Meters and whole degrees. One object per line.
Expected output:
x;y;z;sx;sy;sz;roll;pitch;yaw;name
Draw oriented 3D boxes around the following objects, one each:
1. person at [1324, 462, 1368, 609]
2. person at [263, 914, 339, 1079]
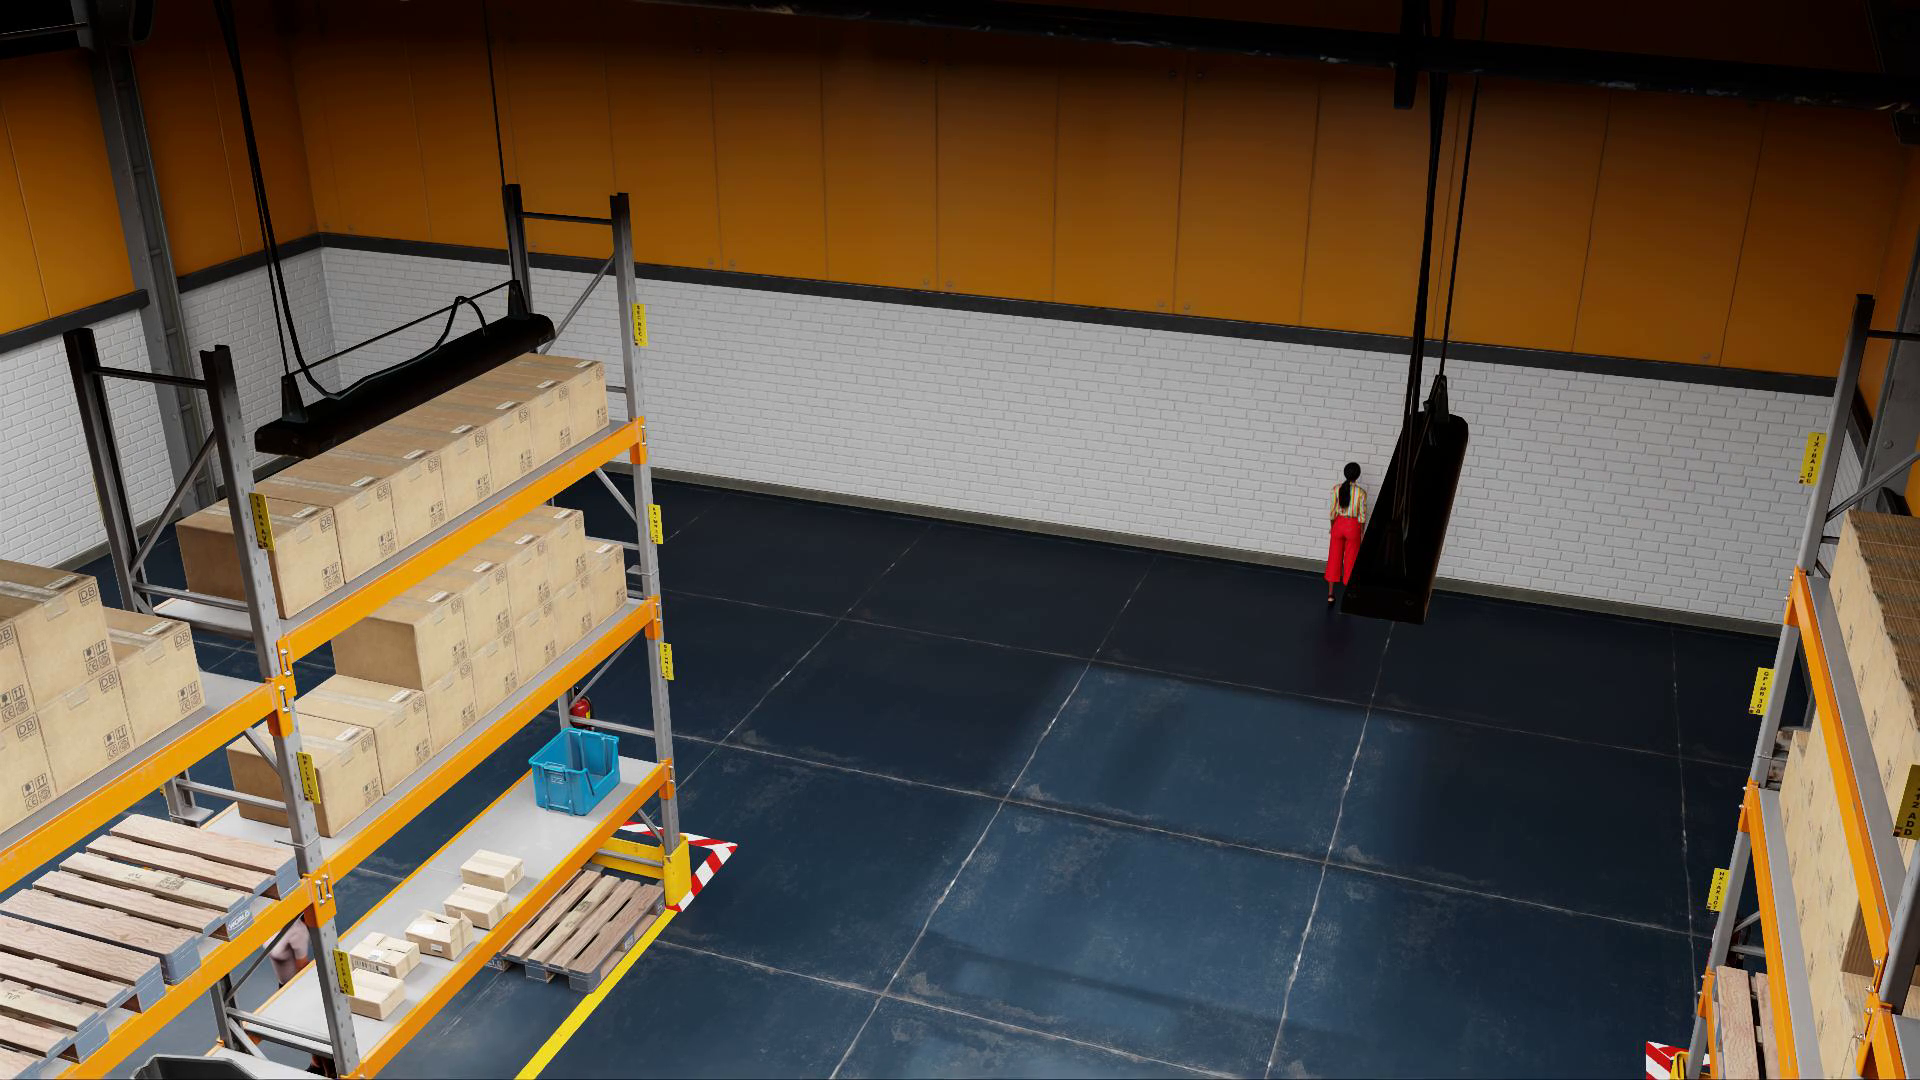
4.439;-0.056;19.136;0.624;1.792;0.568;12;26;26;person
-4.668;3.179;11.794;0.661;1.745;0.649;20;30;38;person
